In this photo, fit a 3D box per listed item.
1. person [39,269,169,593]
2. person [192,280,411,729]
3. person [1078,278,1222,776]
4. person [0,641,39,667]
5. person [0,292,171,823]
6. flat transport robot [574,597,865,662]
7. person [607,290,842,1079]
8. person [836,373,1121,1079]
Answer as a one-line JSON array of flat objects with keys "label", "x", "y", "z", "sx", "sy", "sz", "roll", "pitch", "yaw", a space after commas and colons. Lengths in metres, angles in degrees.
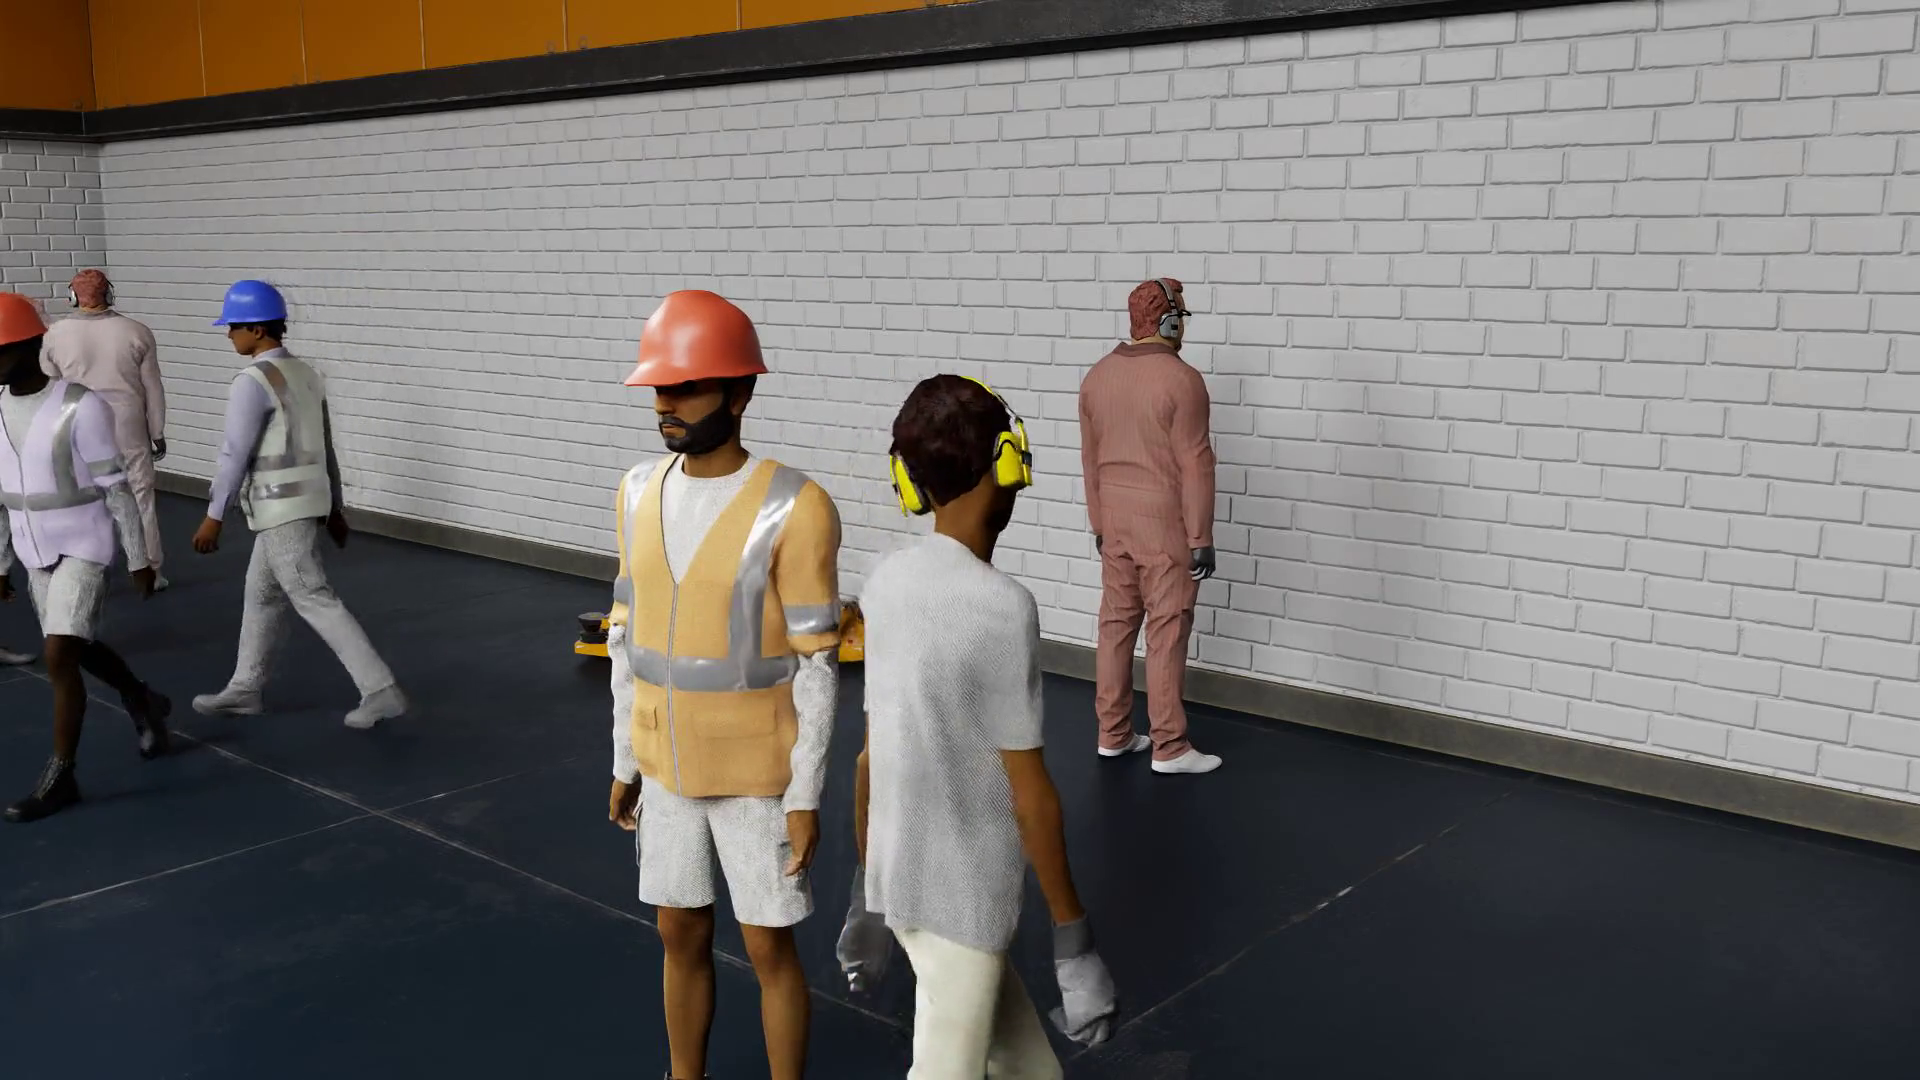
[{"label": "person", "x": -4.954, "y": -0.611, "z": 9.663, "sx": 0.636, "sy": 1.903, "sz": 0.406, "roll": -5, "pitch": 11, "yaw": -26}, {"label": "person", "x": -2.798, "y": -0.138, "z": 6.989, "sx": 0.981, "sy": 1.903, "sz": 0.600, "roll": 0, "pitch": 10, "yaw": -2}, {"label": "person", "x": 0.757, "y": -0.050, "z": 6.441, "sx": 0.406, "sy": 1.910, "sz": 0.639, "roll": -8, "pitch": 13, "yaw": -38}, {"label": "person", "x": -4.894, "y": -0.187, "z": 7.759, "sx": 0.825, "sy": 1.725, "sz": 0.542, "roll": -3, "pitch": 10, "yaw": -16}, {"label": "person", "x": -3.265, "y": 0.013, "z": 6.179, "sx": 0.565, "sy": 1.889, "sz": 0.924, "roll": 2, "pitch": 10, "yaw": 14}, {"label": "flat transport robot", "x": -1.147, "y": 0.428, "z": 8.378, "sx": 1.431, "sy": 0.197, "sz": 0.652, "roll": 1, "pitch": 10, "yaw": 5}, {"label": "person", "x": -0.510, "y": 0.462, "z": 3.440, "sx": 0.542, "sy": 1.939, "sz": 0.364, "roll": 5, "pitch": 11, "yaw": 27}, {"label": "person", "x": -0.072, "y": 0.638, "z": 2.785, "sx": 0.876, "sy": 1.821, "sz": 0.552, "roll": -4, "pitch": 11, "yaw": -21}]
